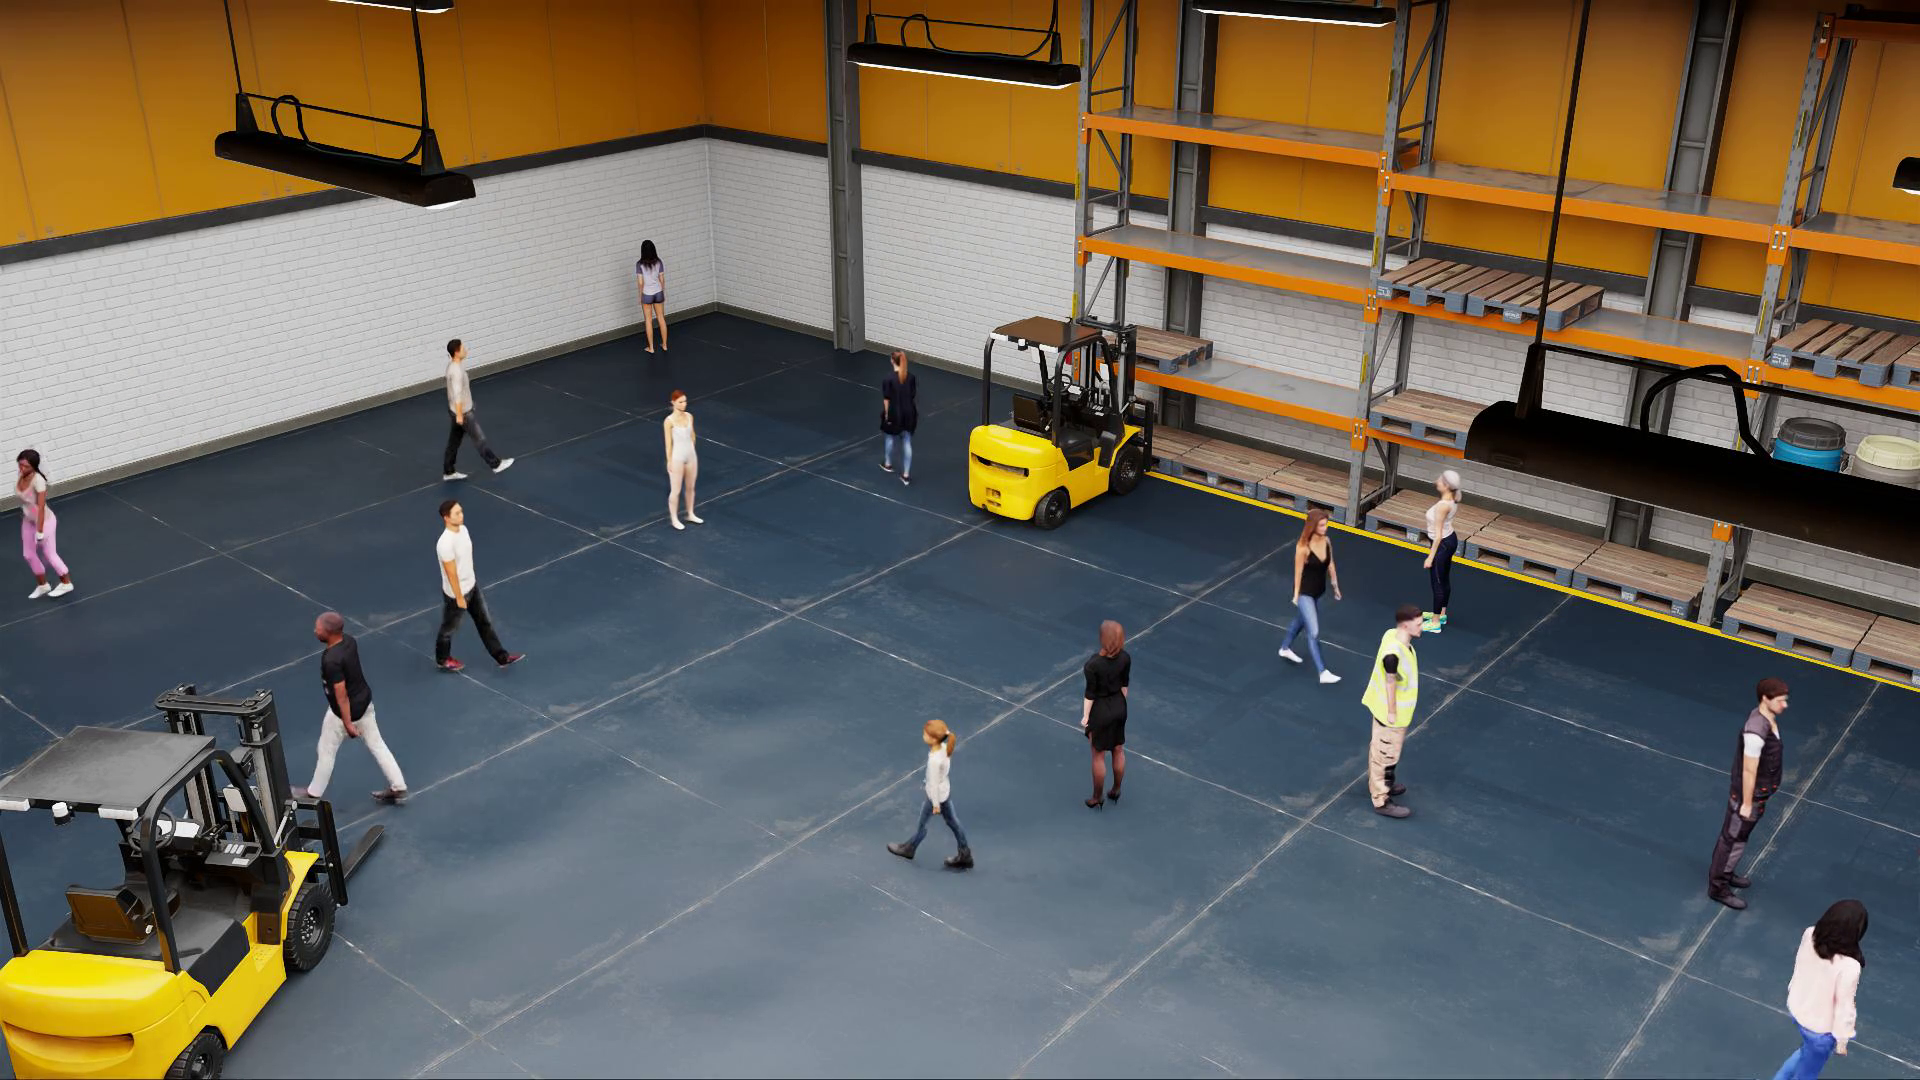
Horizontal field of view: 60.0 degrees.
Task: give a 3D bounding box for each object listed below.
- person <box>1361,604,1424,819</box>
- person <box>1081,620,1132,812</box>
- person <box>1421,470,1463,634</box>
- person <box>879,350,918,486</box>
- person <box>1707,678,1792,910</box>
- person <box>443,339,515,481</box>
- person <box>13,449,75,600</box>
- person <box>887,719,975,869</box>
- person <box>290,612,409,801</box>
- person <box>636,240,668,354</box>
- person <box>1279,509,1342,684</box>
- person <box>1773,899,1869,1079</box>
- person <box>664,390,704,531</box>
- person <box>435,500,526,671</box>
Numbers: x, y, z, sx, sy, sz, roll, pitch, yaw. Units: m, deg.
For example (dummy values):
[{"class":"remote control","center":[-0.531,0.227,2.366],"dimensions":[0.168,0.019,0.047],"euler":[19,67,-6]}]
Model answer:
[{"class":"person","center":[3.543,1.357,13.579],"dimensions":[0.873,1.846,0.834],"euler":[5,24,11]},{"class":"person","center":[1.202,1.426,13.596],"dimensions":[0.646,1.706,0.609],"euler":[-13,27,-27]},{"class":"person","center":[4.828,0.097,16.641],"dimensions":[0.566,1.702,0.622],"euler":[14,27,30]},{"class":"person","center":[-0.694,-1.477,20.300],"dimensions":[0.884,1.656,1.028],"euler":[-8,25,-18]},{"class":"person","center":[5.899,1.854,12.439],"dimensions":[0.611,1.848,0.673],"euler":[14,27,29]},{"class":"person","center":[-6.199,-1.562,20.338],"dimensions":[1.055,1.780,1.150],"euler":[-10,25,-21]},{"class":"person","center":[-9.513,-0.176,17.269],"dimensions":[0.650,1.700,0.758],"euler":[22,32,40]},{"class":"person","center":[-0.101,1.984,12.846],"dimensions":[0.965,1.283,0.695],"euler":[7,25,17]},{"class":"person","center":[-4.885,1.410,13.576],"dimensions":[1.278,1.752,1.123],"euler":[1,24,3]},{"class":"person","center":[-4.695,-3.725,25.346],"dimensions":[0.647,1.733,0.619],"euler":[-13,27,-27]},{"class":"person","center":[3.270,0.481,15.794],"dimensions":[0.700,1.676,1.091],"euler":[-19,30,-37]},{"class":"person","center":[5.112,2.925,10.103],"dimensions":[0.843,1.757,0.788],"euler":[-1,24,-2]},{"class":"person","center":[-3.192,-0.937,19.081],"dimensions":[0.476,1.642,0.552],"euler":[21,31,39]},{"class":"person","center":[-4.819,0.467,15.721],"dimensions":[1.219,1.760,1.016],"euler":[4,24,9]}]
